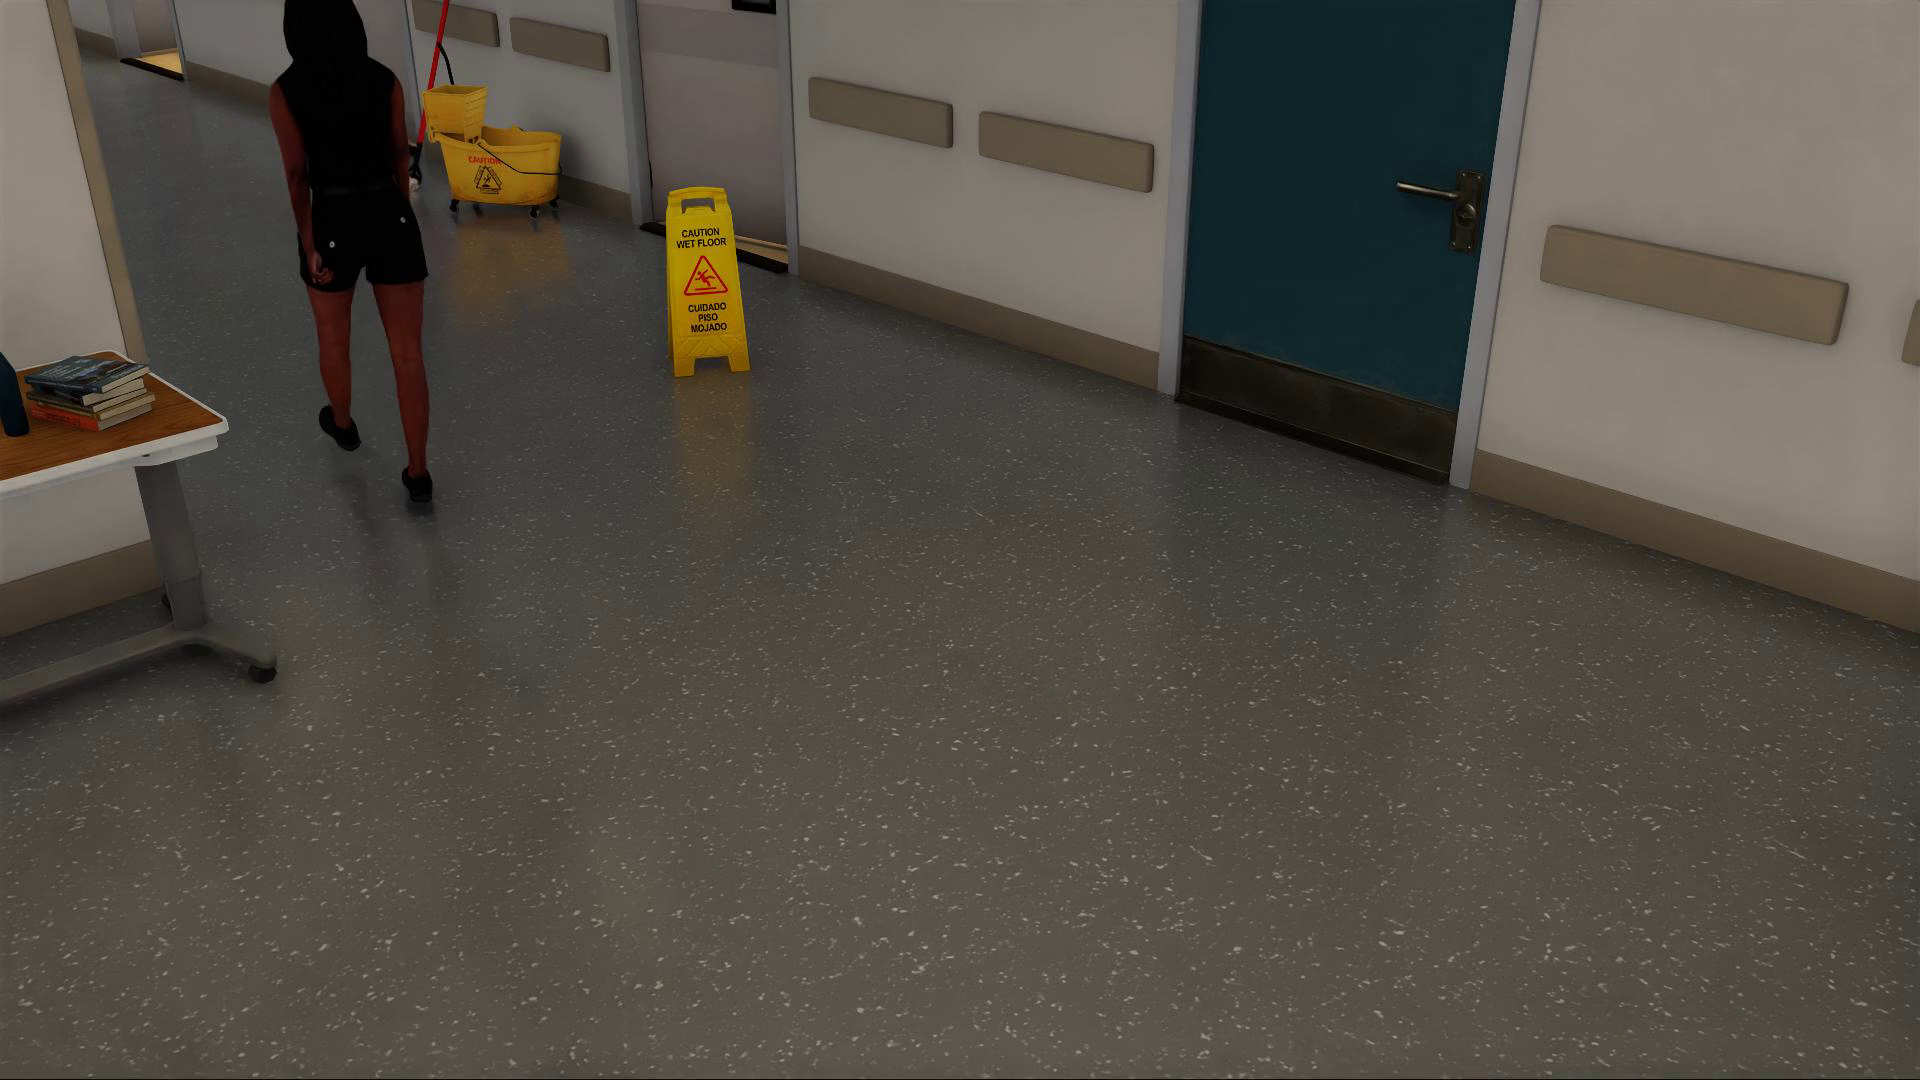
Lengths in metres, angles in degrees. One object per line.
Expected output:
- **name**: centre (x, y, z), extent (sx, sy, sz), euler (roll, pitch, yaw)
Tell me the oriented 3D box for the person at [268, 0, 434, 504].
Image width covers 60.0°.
- **person**: centre (-1.963, -0.934, 5.536), extent (0.771, 1.701, 1.121), euler (-13, 29, -26)
